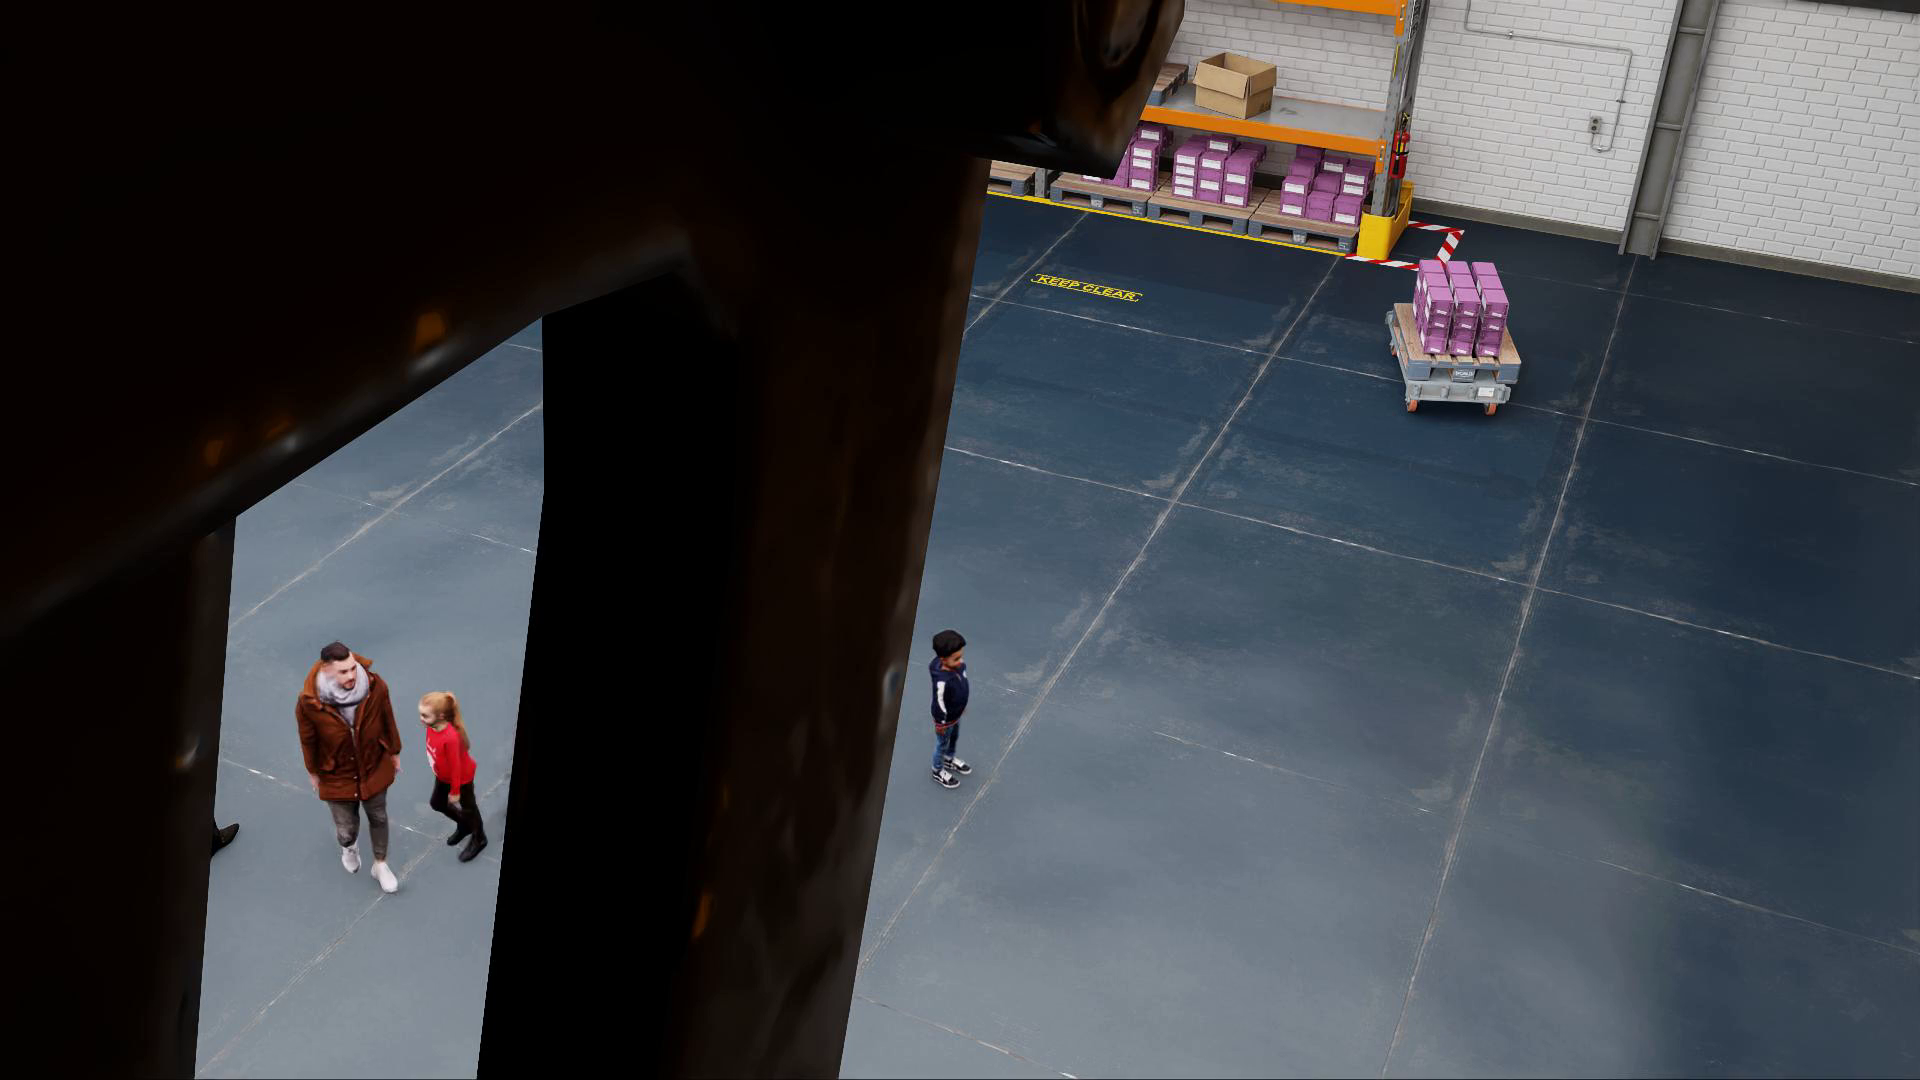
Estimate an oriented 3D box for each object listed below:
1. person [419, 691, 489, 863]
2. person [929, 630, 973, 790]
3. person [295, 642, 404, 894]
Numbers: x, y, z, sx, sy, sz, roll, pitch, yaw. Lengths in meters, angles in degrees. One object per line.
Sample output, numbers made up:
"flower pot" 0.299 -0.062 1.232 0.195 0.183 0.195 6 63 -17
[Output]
"person" -3.130 1.442 10.444 0.497 1.275 0.611 21 39 28
"person" -0.076 1.098 11.011 0.480 1.222 0.516 17 37 24
"person" -3.701 1.344 10.099 0.872 1.822 0.910 -20 38 -27
